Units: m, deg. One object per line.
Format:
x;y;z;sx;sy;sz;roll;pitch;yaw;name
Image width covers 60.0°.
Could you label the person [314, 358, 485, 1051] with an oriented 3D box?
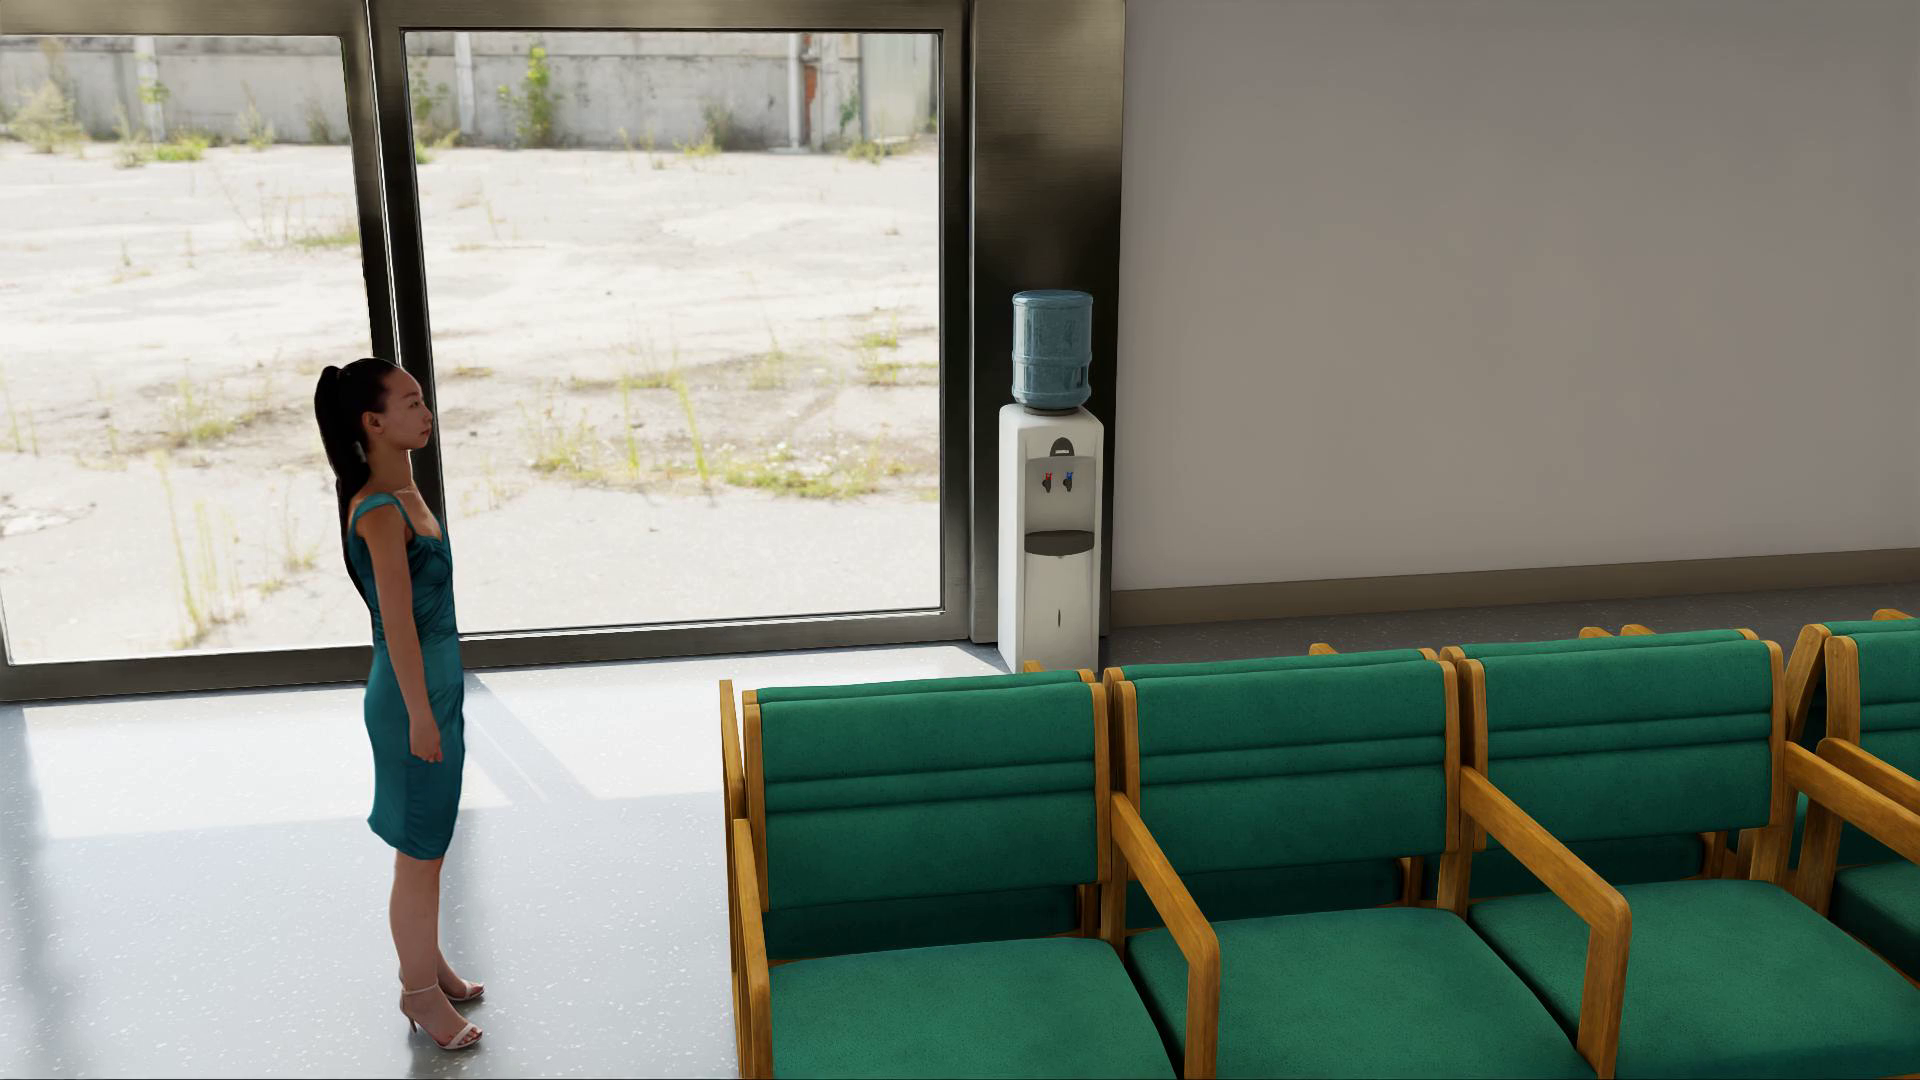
-1.305;0.399;3.982;0.628;1.687;0.435;-4;16;-13;person
